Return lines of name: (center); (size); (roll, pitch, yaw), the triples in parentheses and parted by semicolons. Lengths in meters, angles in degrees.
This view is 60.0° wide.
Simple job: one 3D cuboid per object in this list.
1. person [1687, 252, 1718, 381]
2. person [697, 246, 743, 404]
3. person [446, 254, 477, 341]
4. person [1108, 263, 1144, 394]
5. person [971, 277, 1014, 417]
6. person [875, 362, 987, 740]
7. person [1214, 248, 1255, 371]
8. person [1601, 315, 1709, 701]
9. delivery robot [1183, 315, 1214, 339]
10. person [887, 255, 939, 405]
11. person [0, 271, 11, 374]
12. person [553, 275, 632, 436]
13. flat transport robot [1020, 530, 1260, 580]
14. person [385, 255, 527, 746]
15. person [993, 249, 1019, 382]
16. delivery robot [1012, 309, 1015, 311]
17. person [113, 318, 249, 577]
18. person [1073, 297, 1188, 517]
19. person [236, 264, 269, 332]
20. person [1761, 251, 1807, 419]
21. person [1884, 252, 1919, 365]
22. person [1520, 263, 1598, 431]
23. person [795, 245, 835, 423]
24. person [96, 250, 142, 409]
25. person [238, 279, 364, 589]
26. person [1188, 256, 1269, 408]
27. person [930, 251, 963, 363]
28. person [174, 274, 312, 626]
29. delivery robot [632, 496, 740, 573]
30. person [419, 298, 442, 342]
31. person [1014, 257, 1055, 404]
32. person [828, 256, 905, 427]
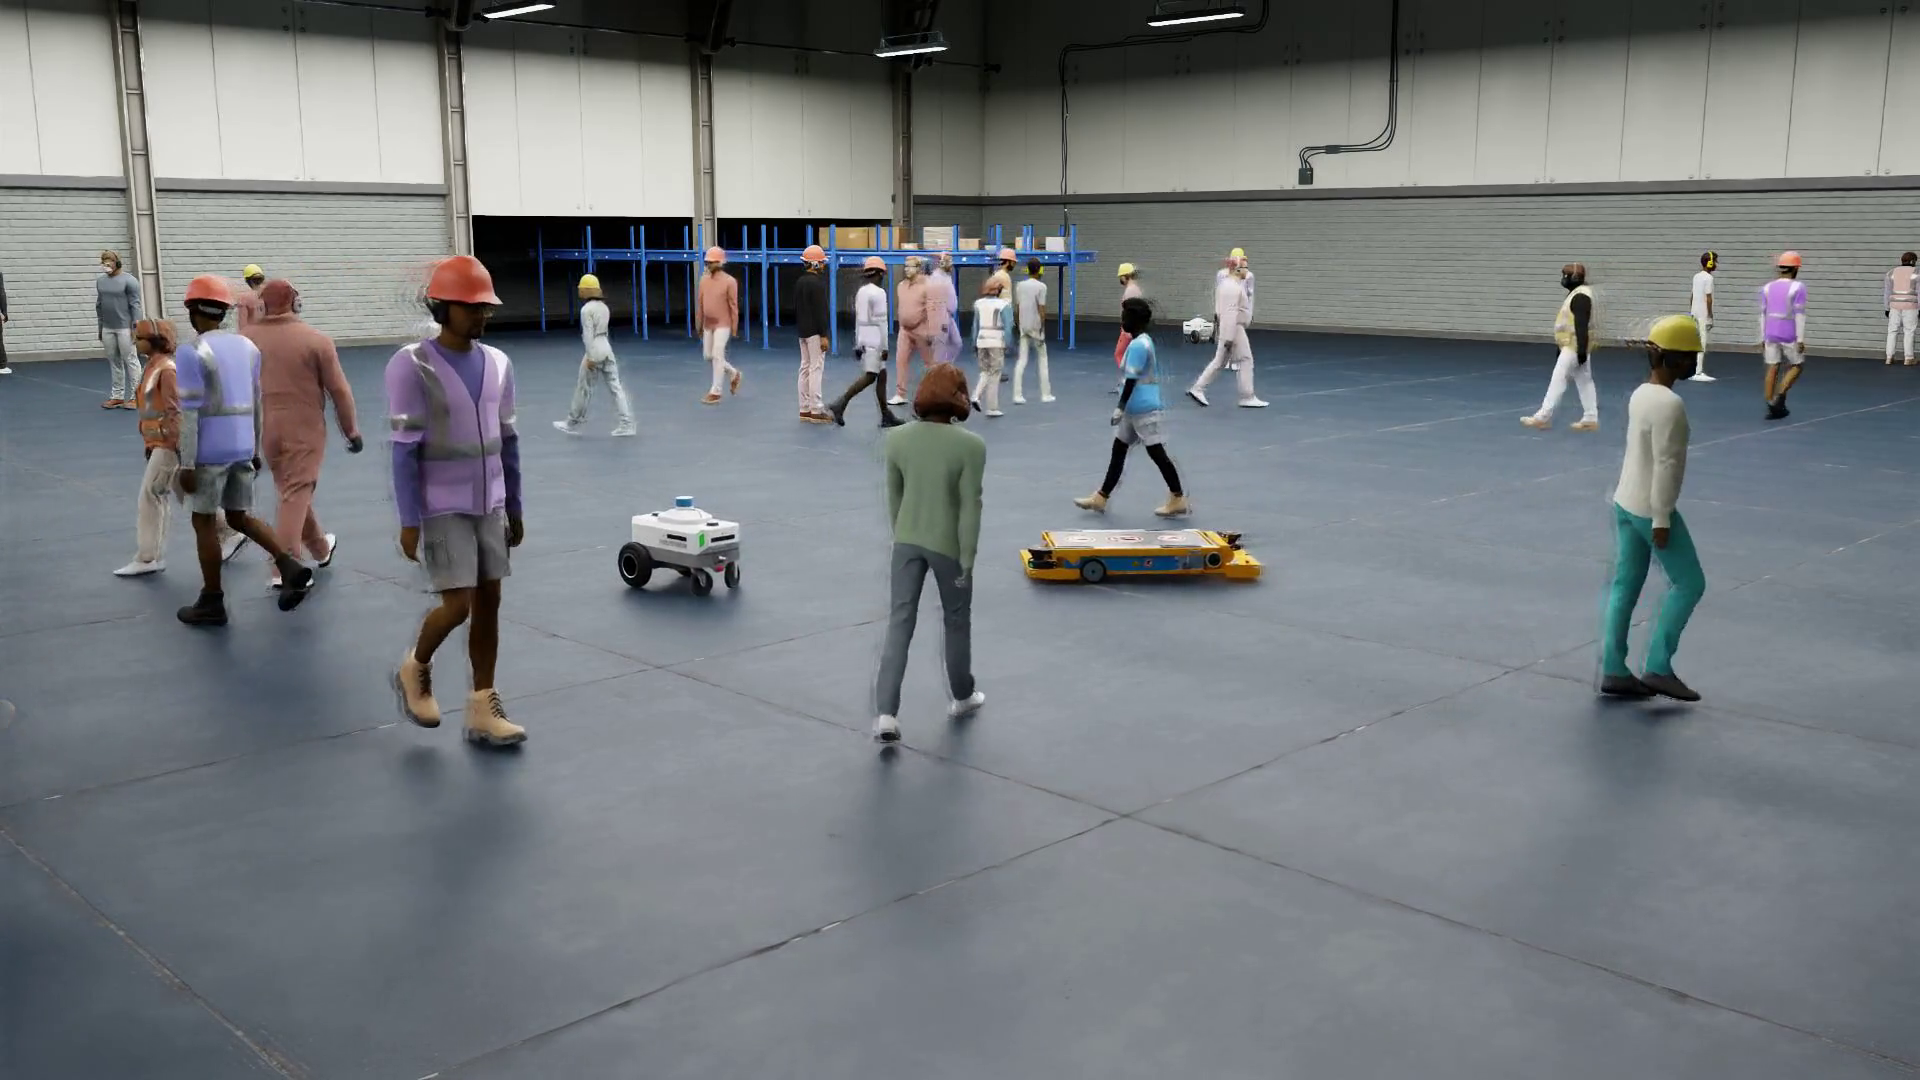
person: (10.866, -3.268, 24.328); (0.309, 1.864, 0.534); (-1, 10, -3)
person: (-3.058, -2.757, 21.236); (0.626, 1.978, 0.747); (8, 13, 37)
person: (-6.385, -2.679, 21.102); (0.536, 1.869, 0.312); (2, 11, 11)
person: (2.227, -2.810, 22.160); (0.621, 1.736, 0.547); (4, 11, 22)
person: (0.383, -2.247, 19.412); (0.536, 1.627, 0.360); (9, 14, 40)
person: (-0.136, 0.042, 7.050); (0.507, 1.586, 0.884); (4, 11, 22)
person: (4.300, -3.601, 26.009); (0.620, 1.911, 0.420); (0, 10, -1)
person: (3.214, -0.135, 7.537); (0.547, 1.746, 0.555); (1, 10, 5)
delivery robot: (4.713, -4.208, 32.890); (0.477, 0.478, 0.707); (-4, 11, -21)
person: (-0.514, -2.667, 21.067); (0.653, 1.870, 0.969); (8, 13, 37)
person: (-14.917, -3.504, 25.467); (0.587, 1.920, 0.390); (-4, 11, -19)
person: (-3.880, -1.954, 17.632); (0.909, 1.689, 0.502); (4, 11, 22)
flat transport robot: (1.120, 0.084, 10.518); (1.431, 0.197, 0.652); (-1, 10, -3)
person: (-2.080, -0.153, 6.888); (0.536, 2.032, 0.636); (7, 12, 33)
person: (0.620, -3.265, 24.170); (0.498, 1.909, 0.593); (-1, 10, -7)
delivery robot: (1.465, -5.271, 37.979); (0.698, 0.223, 0.335); (2, 11, 10)
person: (-4.969, -0.610, 10.555); (0.810, 1.608, 0.529); (-7, 13, -35)
person: (1.330, -0.992, 12.521); (0.877, 1.647, 0.537); (1, 10, 6)
person: (-8.442, -2.432, 20.044); (0.313, 1.768, 0.522); (9, 14, 40)
person: (9.528, -2.365, 19.231); (0.400, 1.926, 0.566); (-6, 12, -30)
person: (15.526, -3.804, 27.336); (0.429, 1.838, 0.621); (-8, 13, -38)
person: (6.572, -2.094, 18.095); (0.903, 1.800, 0.658); (3, 11, 18)
person: (-1.660, -2.342, 18.917); (0.379, 1.996, 0.611); (-6, 12, -30)
person: (-10.282, -2.571, 20.336); (0.627, 1.936, 0.371); (3, 11, 17)
person: (-4.049, -0.660, 10.184); (0.687, 1.837, 1.053); (1, 10, 6)
person: (3.322, -2.577, 20.569); (0.956, 1.869, 0.637); (0, 10, -1)
person: (-0.184, -3.108, 23.392); (0.514, 1.887, 0.669); (2, 11, 10)
person: (-3.949, -0.484, 9.043); (0.683, 1.907, 0.565); (3, 11, 17)
delivery robot: (-1.660, -0.022, 10.062); (0.707, 0.478, 0.477); (9, 14, 41)
person: (-3.622, -0.966, 11.892); (0.454, 1.819, 0.629); (-1, 10, -7)
person: (0.911, -2.644, 21.071); (0.520, 1.832, 0.690); (8, 13, 38)
person: (-1.054, -2.177, 18.328); (0.892, 1.894, 0.549); (-6, 12, -28)
